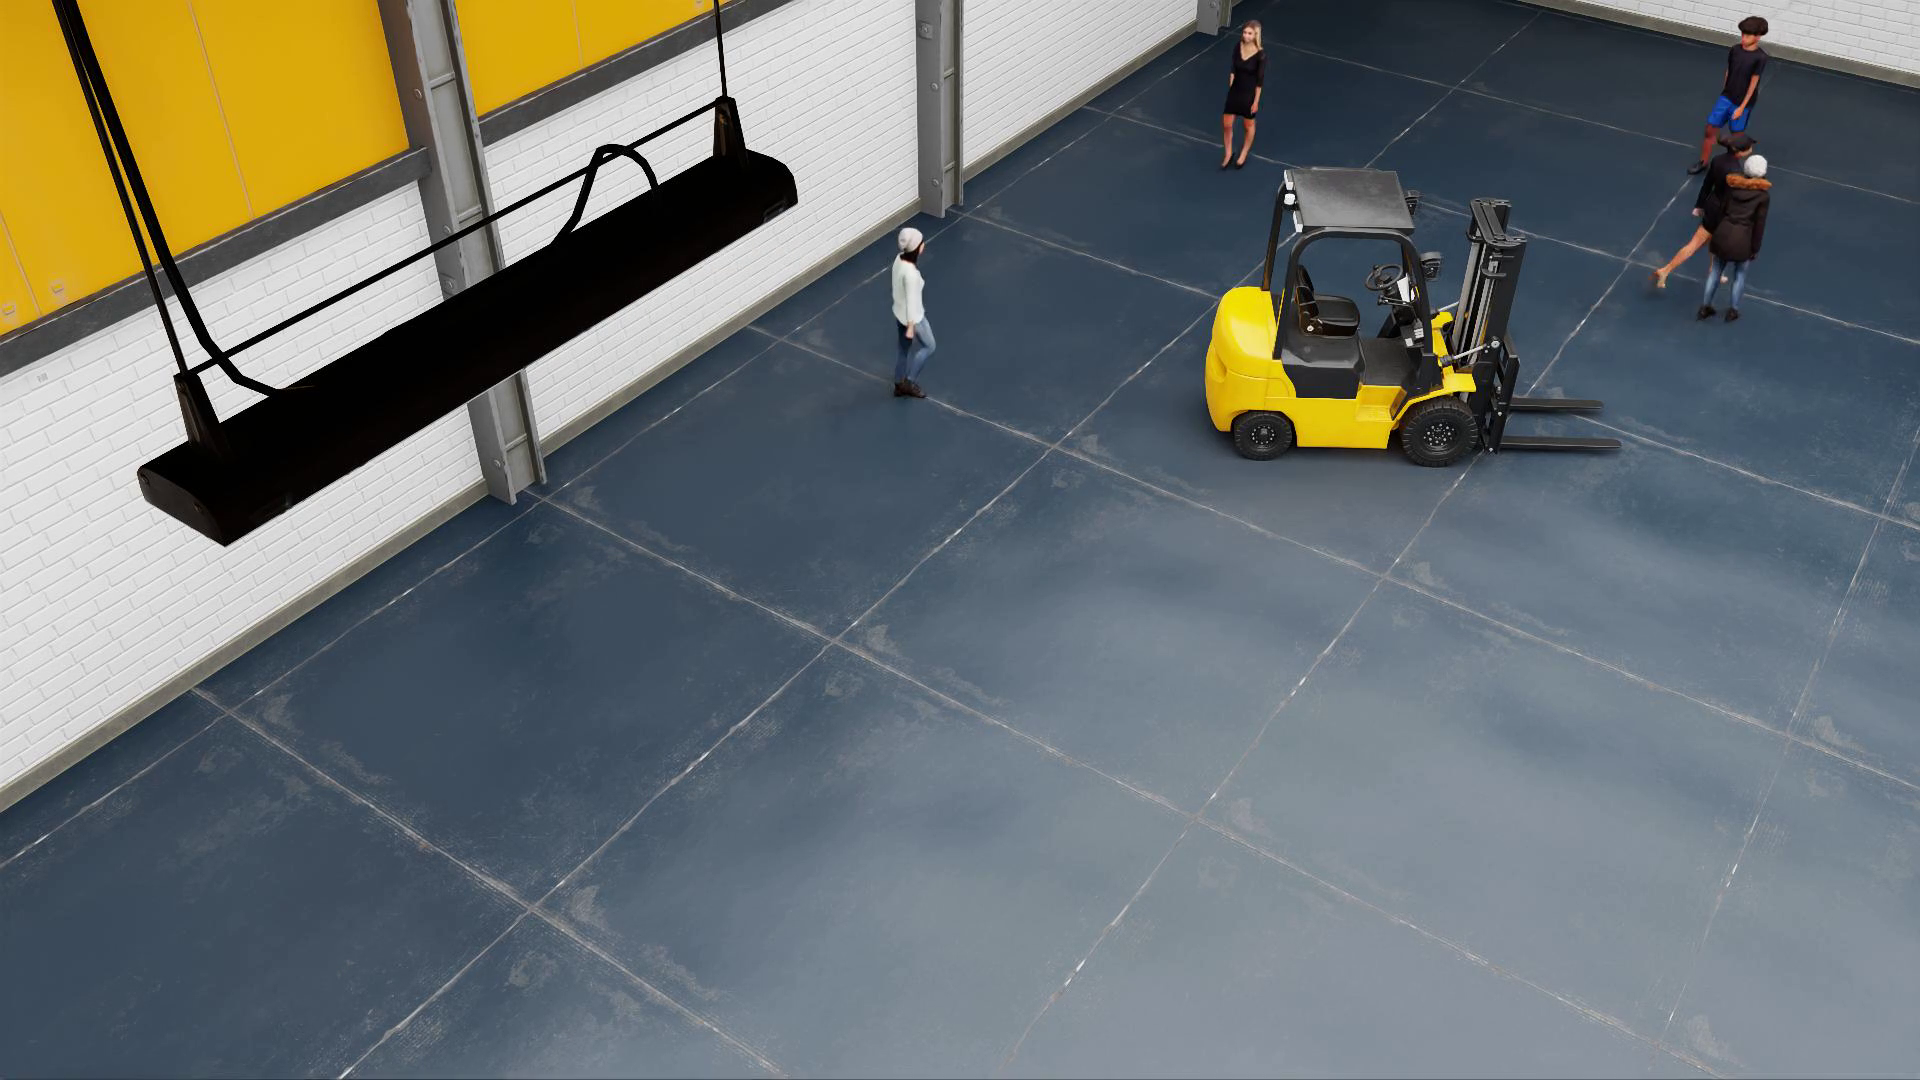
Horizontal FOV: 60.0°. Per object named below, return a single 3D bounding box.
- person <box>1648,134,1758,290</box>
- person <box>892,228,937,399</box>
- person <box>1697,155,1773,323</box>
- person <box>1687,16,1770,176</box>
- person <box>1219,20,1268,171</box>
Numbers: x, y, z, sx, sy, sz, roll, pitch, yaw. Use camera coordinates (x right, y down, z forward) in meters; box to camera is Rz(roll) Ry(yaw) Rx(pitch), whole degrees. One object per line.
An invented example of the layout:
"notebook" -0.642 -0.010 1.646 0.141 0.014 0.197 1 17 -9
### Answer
"person" 7.006 -3.011 15.604 1.077 1.593 1.046 -6 39 -7
"person" -0.512 -1.917 14.199 0.741 1.638 0.701 -13 40 -16
"person" 7.049 -2.737 15.239 0.746 1.623 0.728 -24 44 -27
"person" 8.277 -4.673 17.548 0.858 1.764 0.733 -24 45 -27
"person" 3.079 -4.745 17.722 0.591 1.660 0.630 26 45 29
